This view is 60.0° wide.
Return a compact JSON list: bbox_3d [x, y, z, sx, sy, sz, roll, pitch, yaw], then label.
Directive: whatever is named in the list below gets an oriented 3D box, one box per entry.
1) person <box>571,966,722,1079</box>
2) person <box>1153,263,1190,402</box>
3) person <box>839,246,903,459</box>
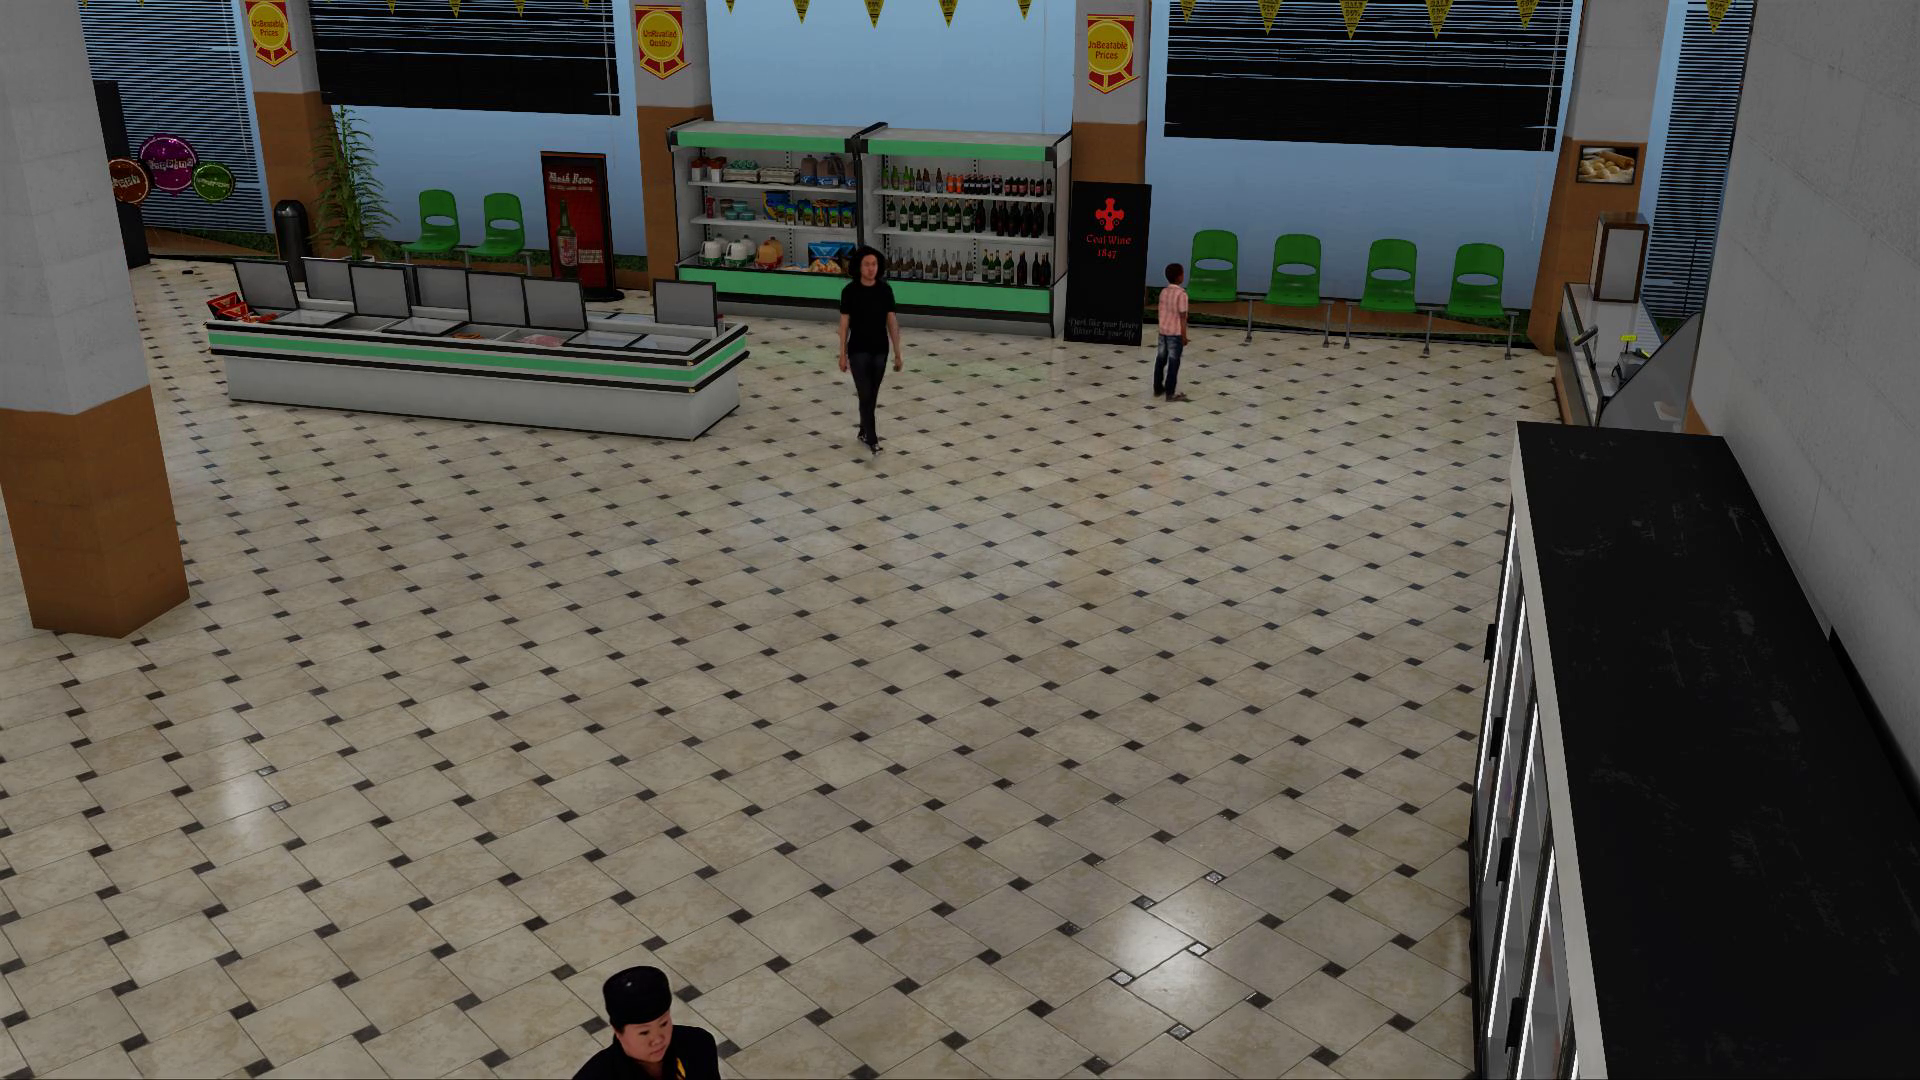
[{"bbox_3d":[-0.958,2.076,5.252,0.802,1.671,0.824,-18,28,-38],"label":"person"},{"bbox_3d":[2.009,-1.993,15.872,0.637,1.303,0.565,-15,26,-32],"label":"person"},{"bbox_3d":[-0.814,-1.650,14.341,1.095,1.809,1.103,-9,24,-21],"label":"person"}]
